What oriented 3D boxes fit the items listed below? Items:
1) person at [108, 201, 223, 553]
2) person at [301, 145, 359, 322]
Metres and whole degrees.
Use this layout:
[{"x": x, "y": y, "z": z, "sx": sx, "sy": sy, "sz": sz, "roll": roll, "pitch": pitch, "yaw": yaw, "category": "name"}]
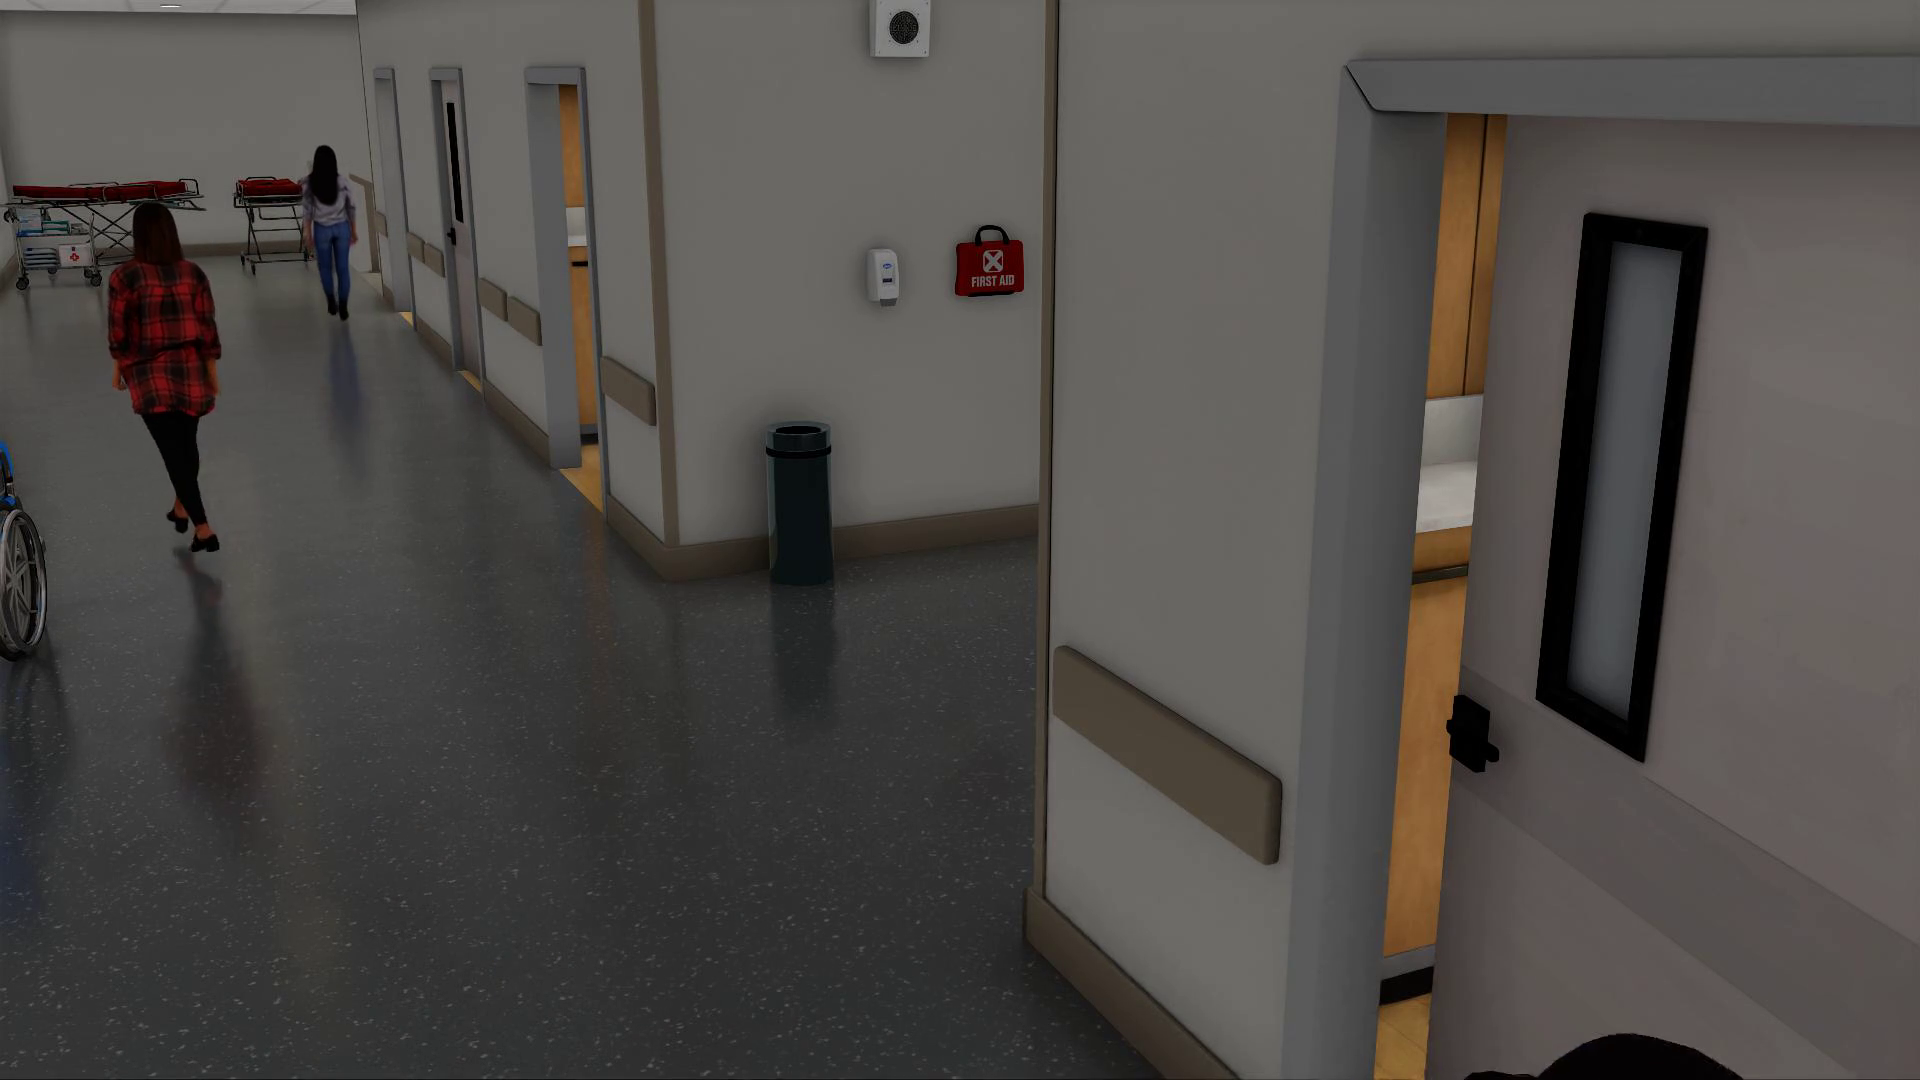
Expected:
[{"x": -3.753, "y": -0.727, "z": 7.935, "sx": 0.852, "sy": 1.661, "sz": 1.153, "roll": -15, "pitch": 21, "yaw": -42, "category": "person"}, {"x": -5.891, "y": -2.867, "z": 15.621, "sx": 0.647, "sy": 1.609, "sz": 0.757, "roll": -6, "pitch": 17, "yaw": -21, "category": "person"}]
